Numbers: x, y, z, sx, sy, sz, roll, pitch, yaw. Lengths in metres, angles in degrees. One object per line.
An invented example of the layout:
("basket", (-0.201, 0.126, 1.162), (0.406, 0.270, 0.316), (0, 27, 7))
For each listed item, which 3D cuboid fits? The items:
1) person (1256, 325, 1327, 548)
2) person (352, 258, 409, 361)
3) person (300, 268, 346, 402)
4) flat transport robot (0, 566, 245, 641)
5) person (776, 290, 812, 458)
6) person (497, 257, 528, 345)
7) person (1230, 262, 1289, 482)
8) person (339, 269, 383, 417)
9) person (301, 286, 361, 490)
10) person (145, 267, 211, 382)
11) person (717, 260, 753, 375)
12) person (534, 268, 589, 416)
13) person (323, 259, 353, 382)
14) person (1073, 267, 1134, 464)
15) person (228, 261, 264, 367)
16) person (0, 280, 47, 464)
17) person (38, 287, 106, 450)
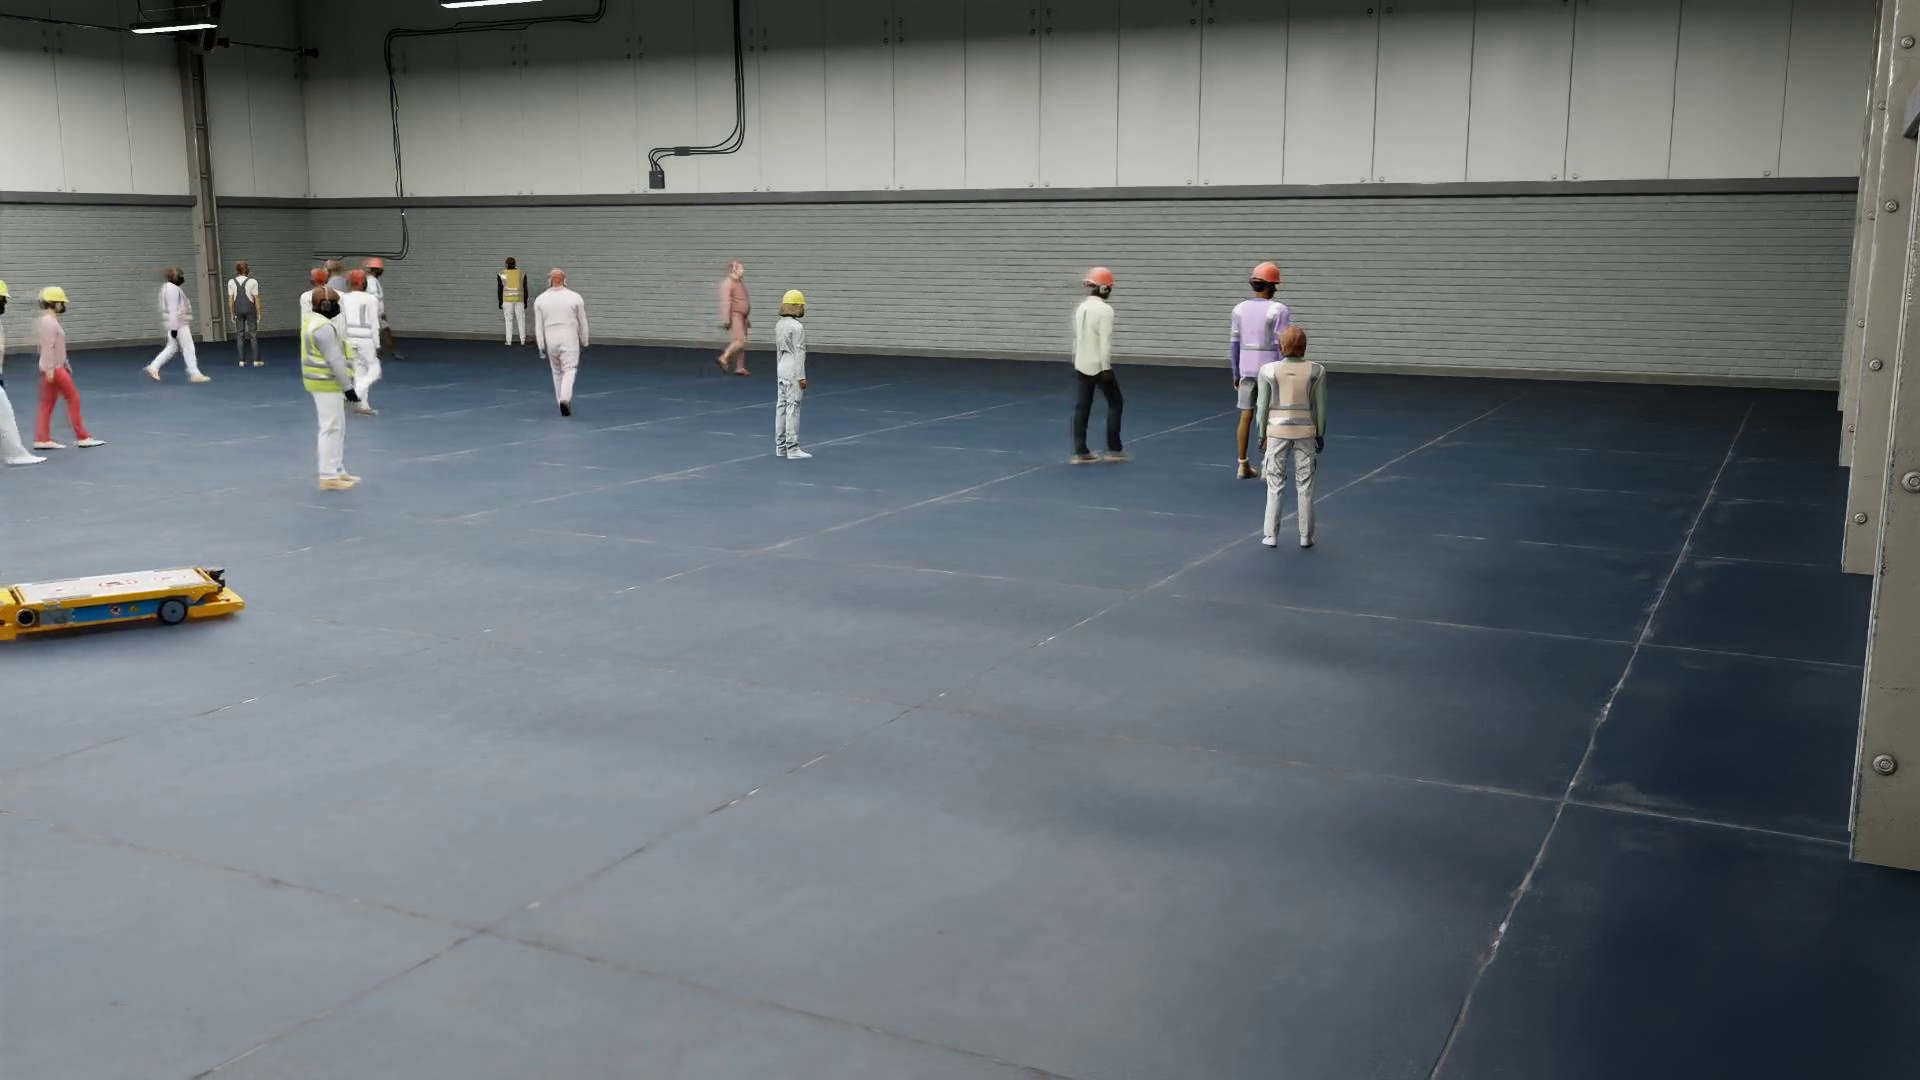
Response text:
("person", (2.433, -0.751, 12.226), (0.514, 1.643, 0.307), (1, 10, 6))
("person", (-10.614, -4.152, 30.128), (1.005, 1.893, 0.547), (-1, 10, -8))
("person", (-8.505, -2.712, 22.304), (0.601, 1.870, 0.588), (-7, 13, -34))
("flat transport robot", (-5.094, 0.362, 9.900), (1.431, 0.197, 0.652), (-7, 13, -34))
("person", (-1.724, -1.715, 17.233), (0.325, 1.738, 0.485), (-6, 12, -32))
("person", (-9.374, -5.003, 34.874), (0.622, 1.843, 0.429), (-4, 11, -23))
("person", (2.825, -1.573, 15.616), (0.609, 2.044, 0.396), (9, 14, 42))
("person", (-7.562, -2.460, 20.908), (0.586, 1.871, 0.504), (5, 11, 25))
("person", (-5.708, -1.370, 15.061), (0.448, 1.834, 0.643), (-5, 12, -26))
("person", (-12.294, -3.358, 25.986), (0.864, 1.816, 0.629), (-6, 12, -30))
("person", (-3.654, -3.624, 27.215), (0.479, 1.891, 0.649), (2, 11, 12))
("person", (-5.120, -2.545, 21.370), (0.634, 1.876, 0.917), (1, 10, 4))
("person", (-9.798, -3.420, 26.043), (0.510, 1.923, 0.630), (2, 11, 10))
("person", (1.468, -1.752, 16.775), (0.777, 1.967, 0.654), (-6, 12, -29))
("person", (-12.542, -3.964, 29.199), (0.508, 1.842, 0.332), (-1, 10, -7))
("person", (-9.785, -1.666, 16.603), (0.964, 1.879, 0.633), (-4, 11, -19))
("person", (-9.601, -1.840, 17.878), (0.764, 1.734, 0.558), (-5, 12, -27))
